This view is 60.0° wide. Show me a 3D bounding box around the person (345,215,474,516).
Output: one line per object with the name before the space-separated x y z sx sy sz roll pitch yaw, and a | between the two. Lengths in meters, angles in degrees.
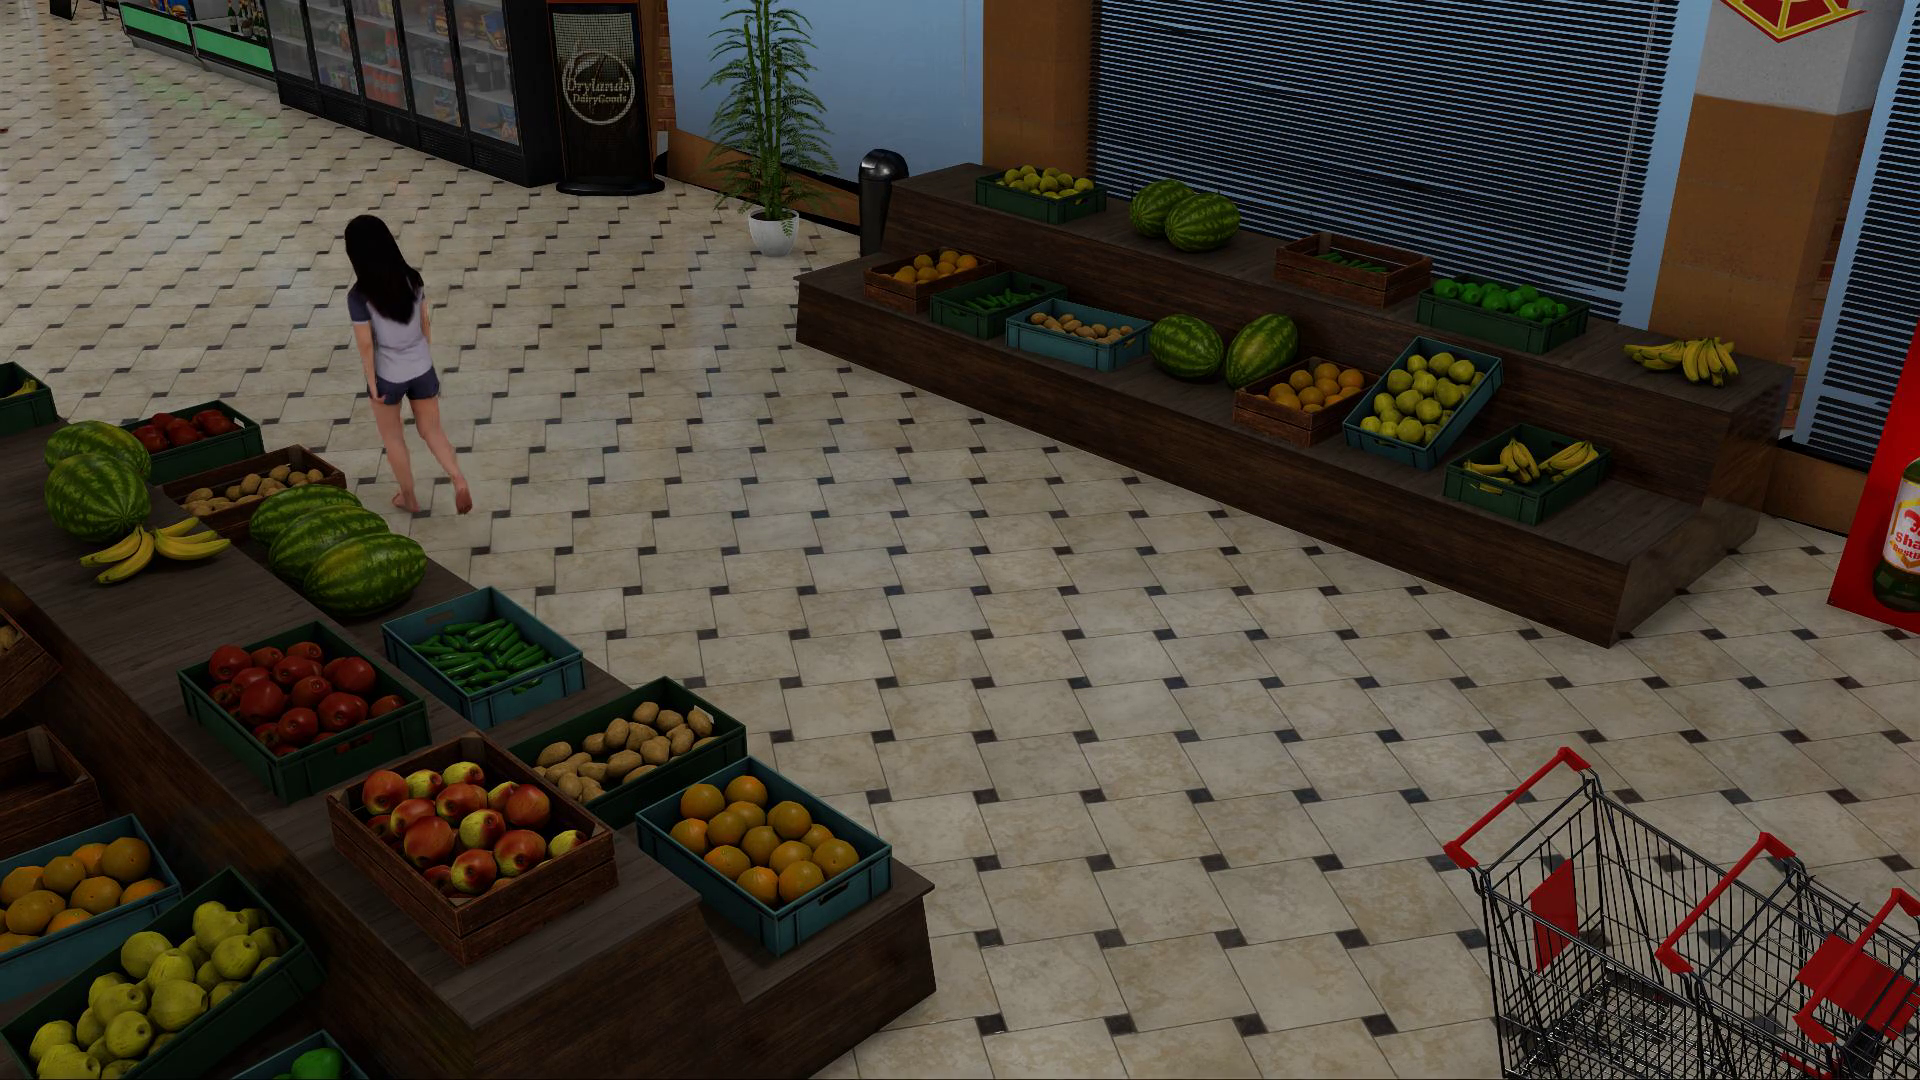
person | -2.912 -0.862 8.780 0.895 1.685 0.622 23 35 38
